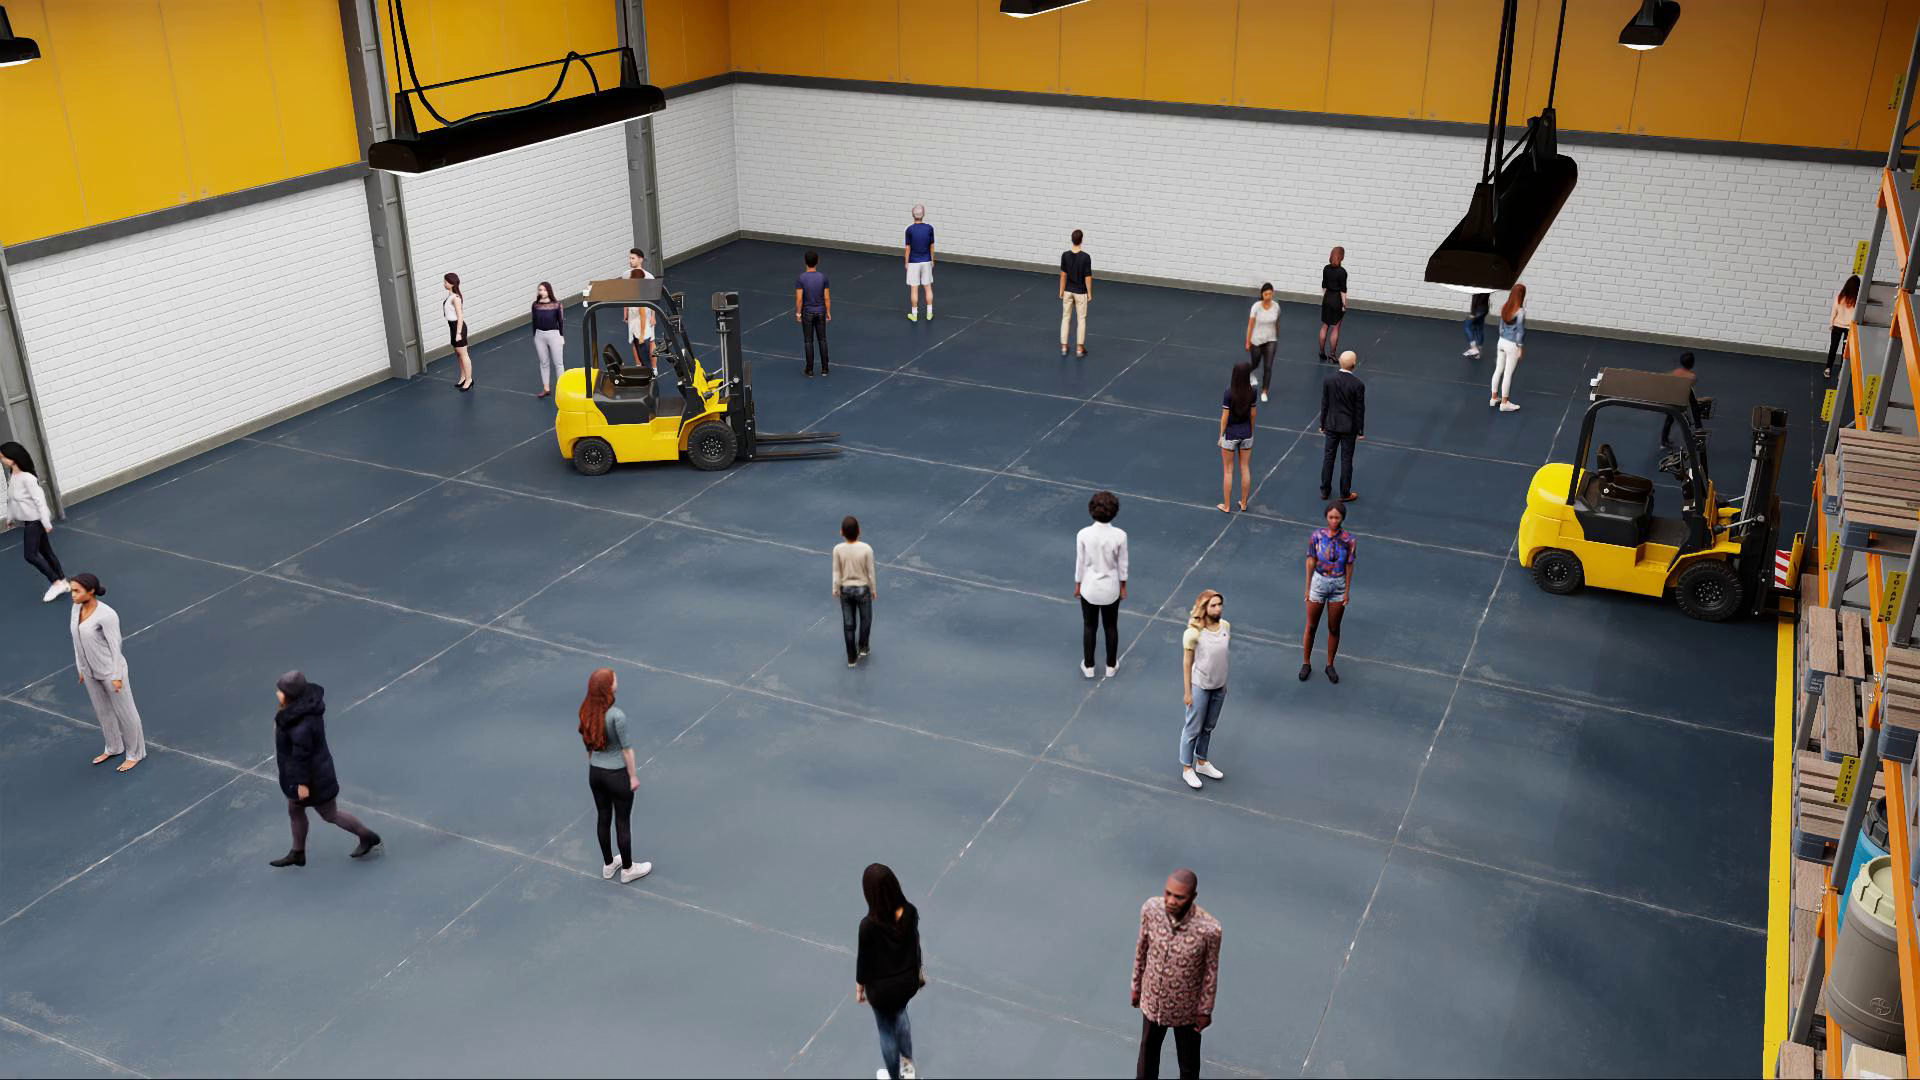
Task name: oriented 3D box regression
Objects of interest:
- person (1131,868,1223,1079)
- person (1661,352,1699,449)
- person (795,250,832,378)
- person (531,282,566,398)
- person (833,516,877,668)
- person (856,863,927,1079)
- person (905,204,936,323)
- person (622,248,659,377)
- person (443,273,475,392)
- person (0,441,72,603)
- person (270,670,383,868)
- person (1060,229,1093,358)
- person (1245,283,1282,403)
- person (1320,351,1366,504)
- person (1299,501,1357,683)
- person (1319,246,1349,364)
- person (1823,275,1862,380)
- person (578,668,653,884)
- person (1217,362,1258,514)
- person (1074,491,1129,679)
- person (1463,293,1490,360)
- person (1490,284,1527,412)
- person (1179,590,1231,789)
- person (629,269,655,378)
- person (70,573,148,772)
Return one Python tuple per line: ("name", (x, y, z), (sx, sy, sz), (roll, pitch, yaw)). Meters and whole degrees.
("person", (1.278, 2.724, 9.943), (0.675, 1.808, 0.583), (12, 26, 25))
("person", (8.990, -1.732, 20.862), (0.940, 1.228, 0.795), (-15, 28, -30))
("person", (-2.074, -3.202, 23.521), (0.710, 1.791, 0.754), (-7, 25, -15))
("person", (-5.613, -2.730, 22.675), (0.665, 1.604, 0.641), (3, 24, 6))
("person", (-0.984, 0.508, 15.455), (0.680, 1.454, 0.732), (0, 24, 0))
("person", (-0.378, 2.735, 10.137), (0.675, 1.633, 0.757), (-13, 27, -27))
("person", (-0.633, -4.365, 26.123), (0.718, 1.838, 0.766), (-7, 25, -15))
("person", (-4.494, -3.197, 23.432), (0.674, 1.854, 0.531), (11, 26, 23))
("person", (-6.935, -2.883, 22.968), (0.665, 1.649, 0.633), (-13, 27, -28))
("person", (-9.279, -0.222, 16.840), (0.707, 1.683, 0.715), (17, 29, 34))
("person", (-4.779, 1.728, 12.427), (1.138, 1.644, 1.080), (-8, 25, -18))
("person", (1.697, -3.631, 24.429), (0.639, 1.851, 0.556), (9, 25, 20))
("person", (4.111, -2.721, 22.647), (0.915, 1.610, 1.108), (-3, 24, -6))
("person", (4.402, -1.314, 19.192), (0.703, 1.800, 0.622), (15, 28, 30))
("person", (3.358, 0.460, 15.204), (0.645, 1.743, 0.612), (3, 24, 7))
("person", (5.414, -3.417, 24.127), (0.648, 1.701, 0.656), (-17, 29, -33))
("person", (12.499, -3.023, 23.493), (0.592, 1.485, 0.551), (15, 28, 30))
("person", (-2.581, 1.738, 12.282), (0.594, 1.742, 0.562), (14, 27, 28))
("person", (3.147, -1.166, 18.898), (0.667, 1.764, 0.705), (-5, 24, -12))
("person", (1.290, 0.410, 15.237), (0.708, 1.808, 0.683), (0, 24, 1))
("person", (7.626, -3.348, 24.255), (0.611, 1.472, 0.718), (-18, 30, -36))
("person", (7.328, -2.587, 22.225), (0.742, 1.702, 0.669), (-7, 25, -16))
("person", (1.992, 1.189, 13.560), (0.652, 1.723, 0.770), (-17, 29, -33))
("person", (-4.325, -2.818, 22.652), (0.727, 1.784, 0.665), (-8, 25, -18))
("person", (-7.117, 1.064, 13.831), (0.635, 1.737, 0.549), (9, 25, 19))
